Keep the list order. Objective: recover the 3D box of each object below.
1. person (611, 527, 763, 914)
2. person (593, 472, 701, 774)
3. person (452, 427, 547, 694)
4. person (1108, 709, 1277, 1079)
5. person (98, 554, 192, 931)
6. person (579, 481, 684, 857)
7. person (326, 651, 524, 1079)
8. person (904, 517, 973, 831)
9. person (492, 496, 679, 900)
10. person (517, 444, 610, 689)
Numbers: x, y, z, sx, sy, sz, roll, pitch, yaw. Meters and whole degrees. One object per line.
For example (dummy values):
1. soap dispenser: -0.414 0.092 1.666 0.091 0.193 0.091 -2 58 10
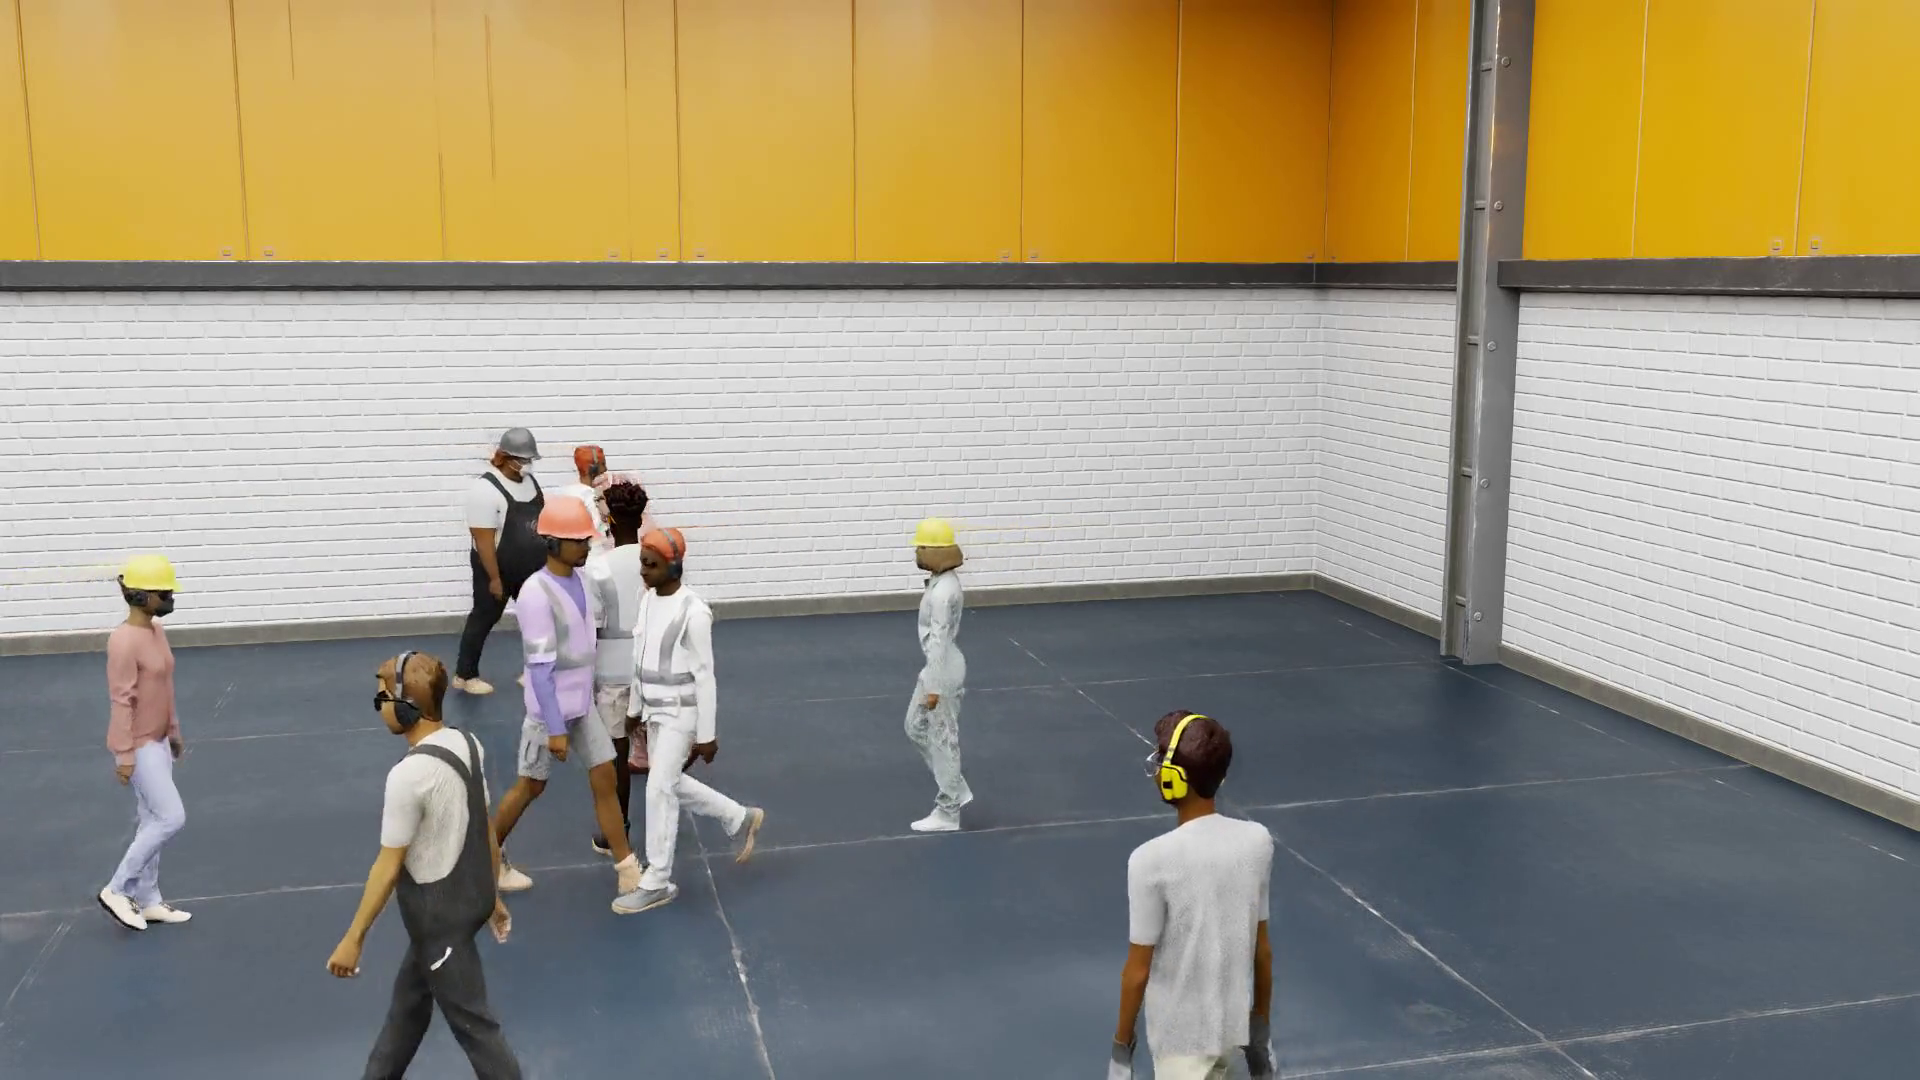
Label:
1. person: -1.301 0.836 7.997 0.799 1.856 0.609 -6 11 -34
2. person: -1.860 0.524 9.902 0.582 1.878 0.652 0 9 2
3. person: -3.204 0.131 11.806 1.073 2.000 0.720 5 10 26
4. person: 0.689 1.393 4.580 0.525 1.843 0.869 -6 11 -34
5. person: -3.727 0.935 7.673 0.372 1.745 0.543 -1 9 -9
6. person: -1.715 0.670 8.668 0.611 1.965 0.362 -7 11 -36
7. person: -1.837 1.258 5.538 0.987 1.791 0.529 1 9 3
8. person: -0.142 0.731 8.989 0.354 1.730 0.505 0 9 0
9. person: -1.926 0.774 7.998 1.076 1.988 0.617 2 9 15
10. person: -2.676 0.237 11.772 0.944 1.853 0.574 -7 11 -37
